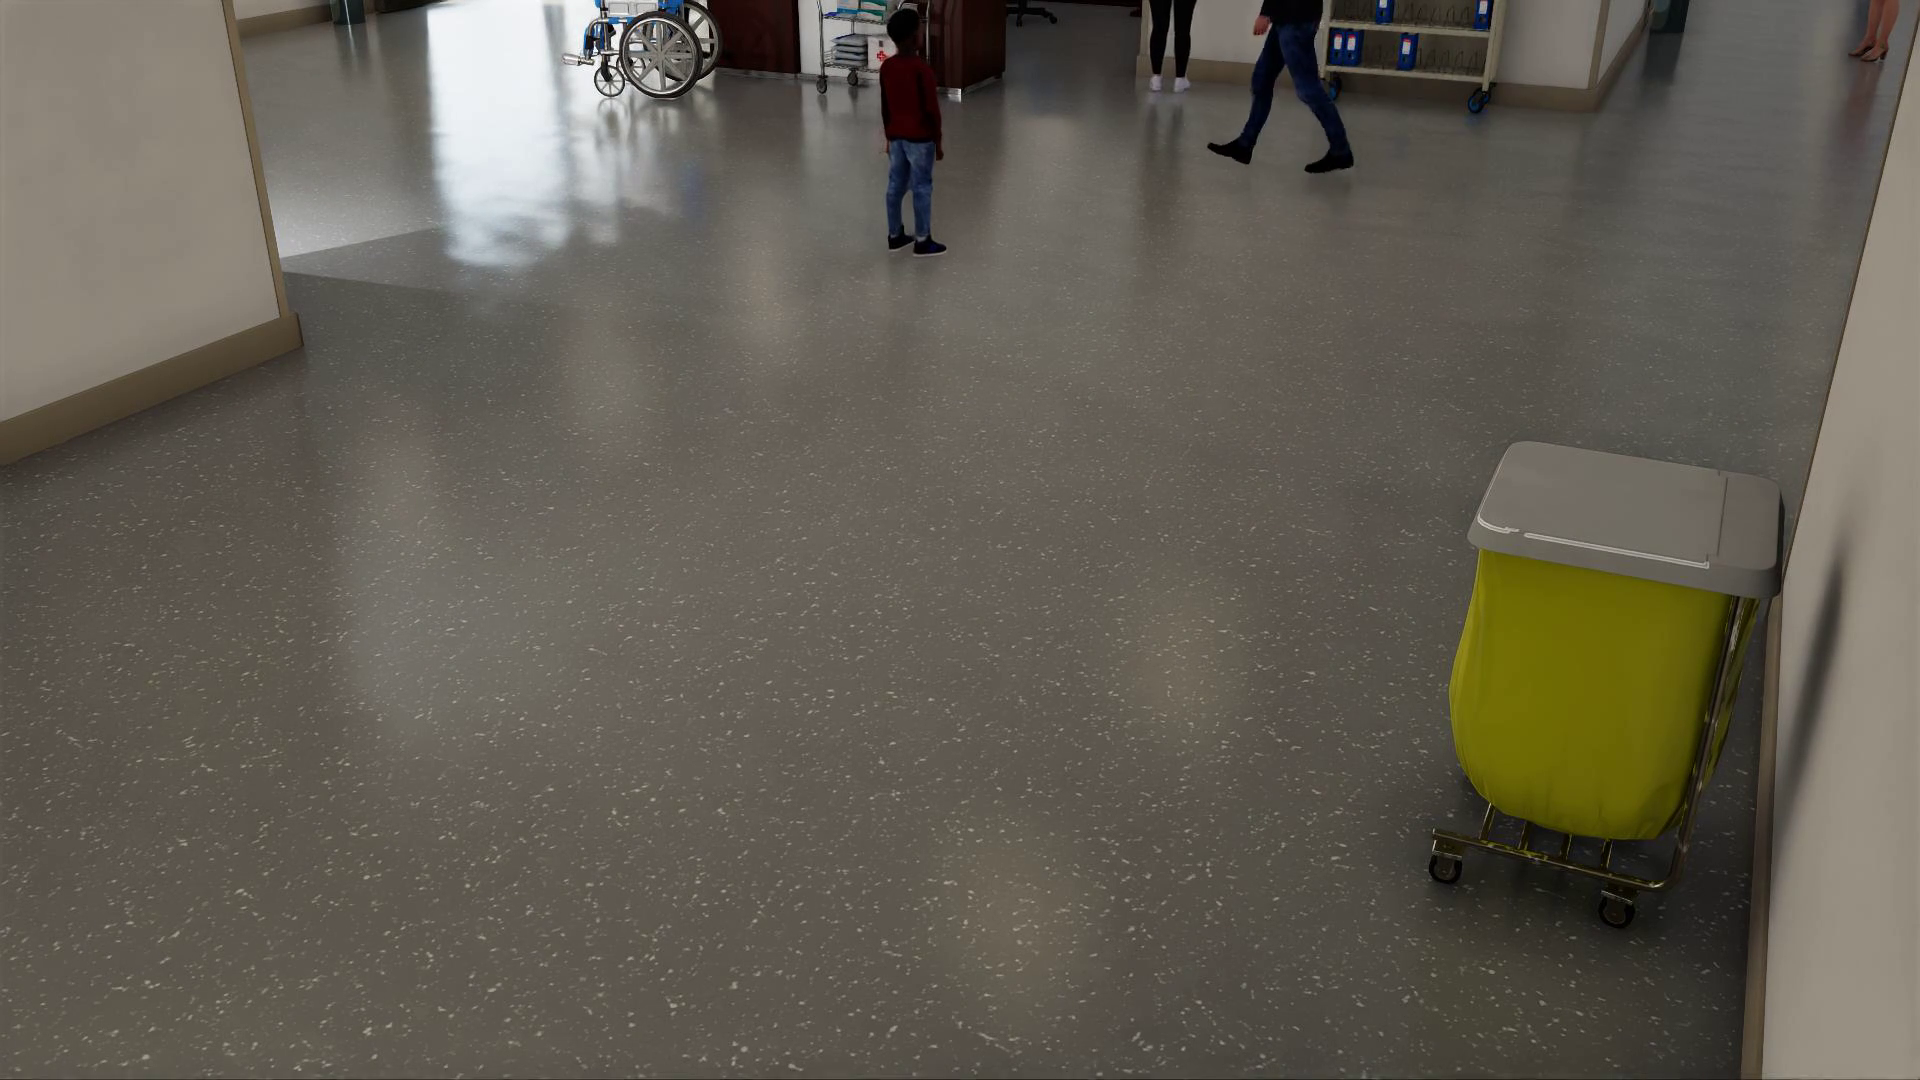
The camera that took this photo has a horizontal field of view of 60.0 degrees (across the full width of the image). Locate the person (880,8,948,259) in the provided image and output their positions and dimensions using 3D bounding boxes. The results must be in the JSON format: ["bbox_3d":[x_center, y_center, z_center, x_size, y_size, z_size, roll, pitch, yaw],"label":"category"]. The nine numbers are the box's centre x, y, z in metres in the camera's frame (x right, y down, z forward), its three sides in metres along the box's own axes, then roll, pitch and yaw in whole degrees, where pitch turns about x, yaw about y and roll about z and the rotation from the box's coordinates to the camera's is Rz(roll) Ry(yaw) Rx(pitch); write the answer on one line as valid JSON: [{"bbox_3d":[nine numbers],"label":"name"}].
[{"bbox_3d":[-0.256,-2.075,8.587,0.479,1.222,0.602,18,31,33],"label":"person"}]

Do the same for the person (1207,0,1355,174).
[{"bbox_3d":[2.105,-3.104,10.003,1.178,1.846,0.719,11,28,21],"label":"person"}]

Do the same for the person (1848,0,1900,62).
[{"bbox_3d":[7.766,-4.912,13.835,0.753,1.774,0.739,2,26,4],"label":"person"}]

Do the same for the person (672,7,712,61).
[{"bbox_3d":[-2.375,-5.024,13.919,0.837,1.903,0.719,-14,29,-27],"label":"person"}]

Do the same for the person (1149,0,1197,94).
[{"bbox_3d":[1.610,-4.254,12.629,0.576,1.635,0.702,7,27,14],"label":"person"}]
